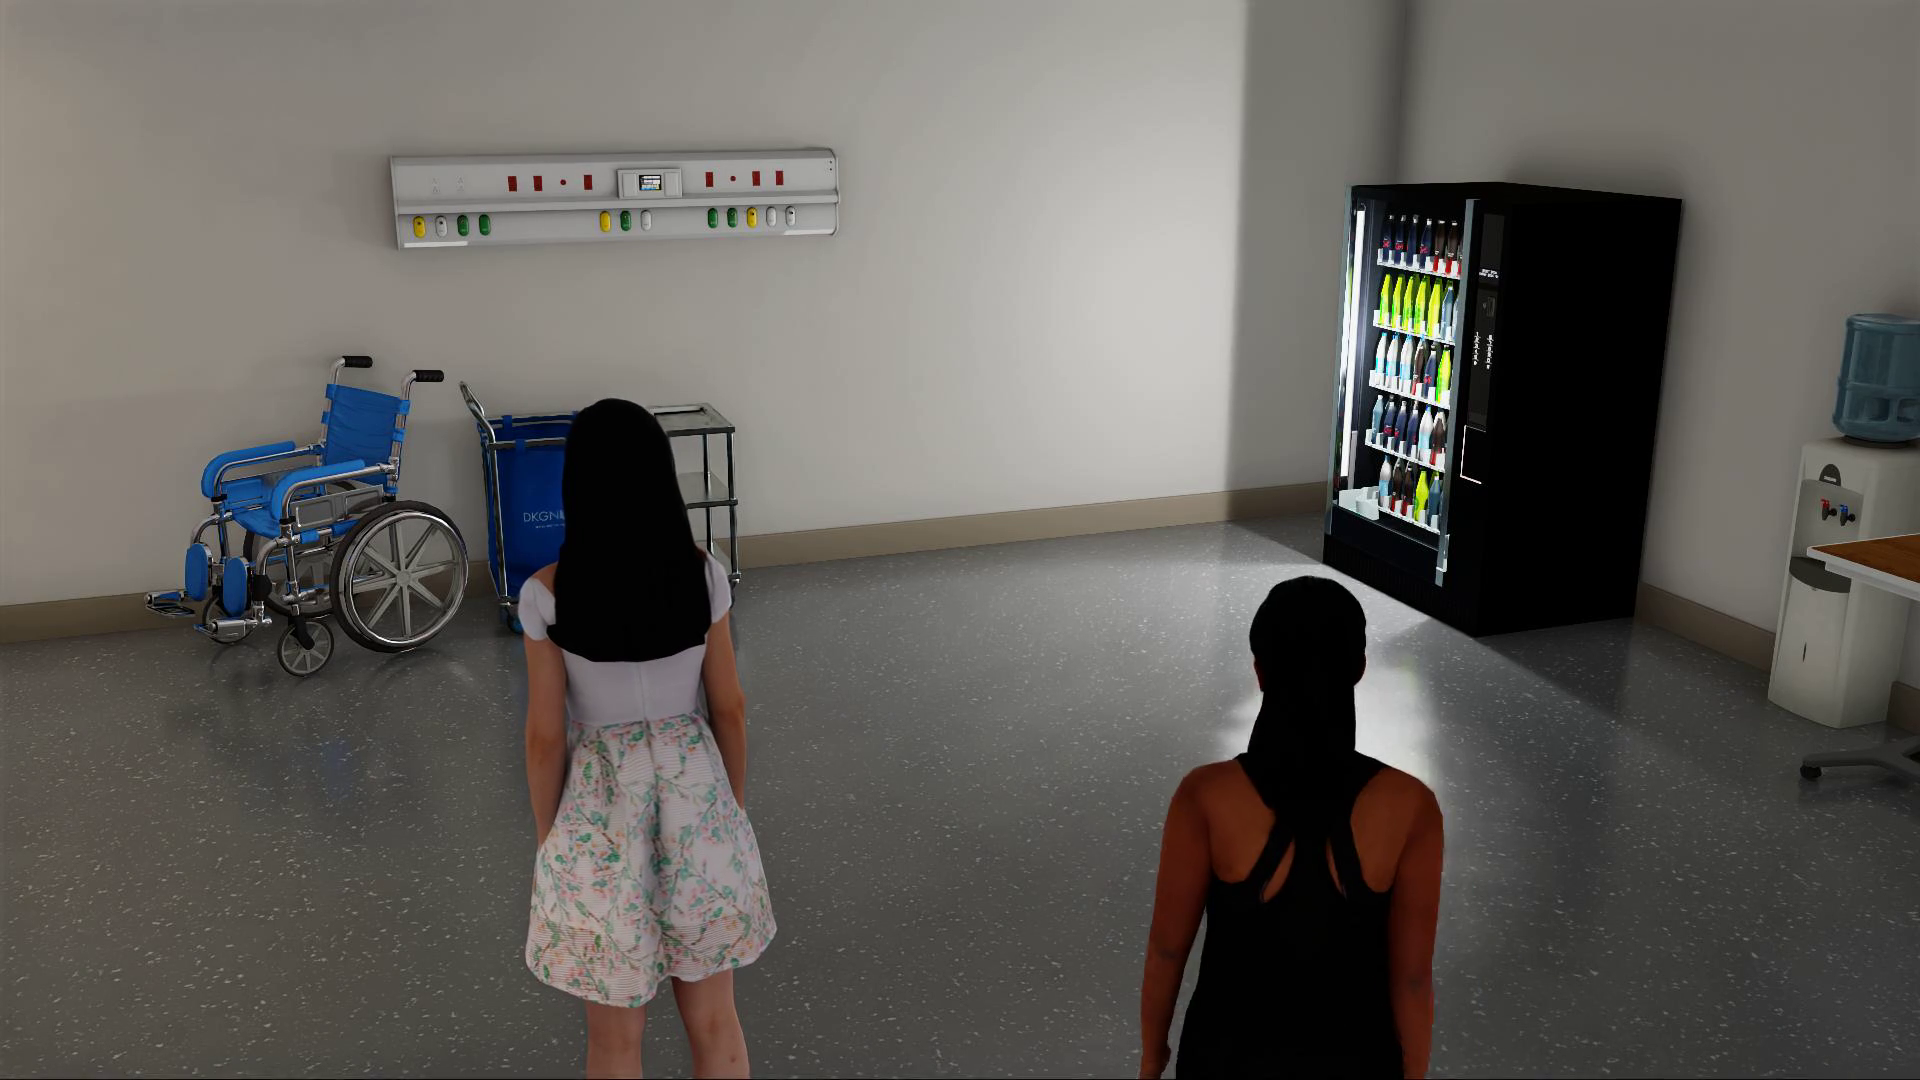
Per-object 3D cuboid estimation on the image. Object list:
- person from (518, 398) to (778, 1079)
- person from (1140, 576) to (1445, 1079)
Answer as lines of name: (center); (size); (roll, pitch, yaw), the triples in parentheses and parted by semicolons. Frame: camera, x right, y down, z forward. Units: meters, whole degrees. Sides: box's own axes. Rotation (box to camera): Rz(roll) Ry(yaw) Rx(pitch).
person: (-0.606, 0.602, 3.213); (0.628, 1.776, 0.608); (-6, 17, -19)
person: (0.506, 0.877, 2.515); (0.881, 1.626, 1.186); (1, 16, 2)
